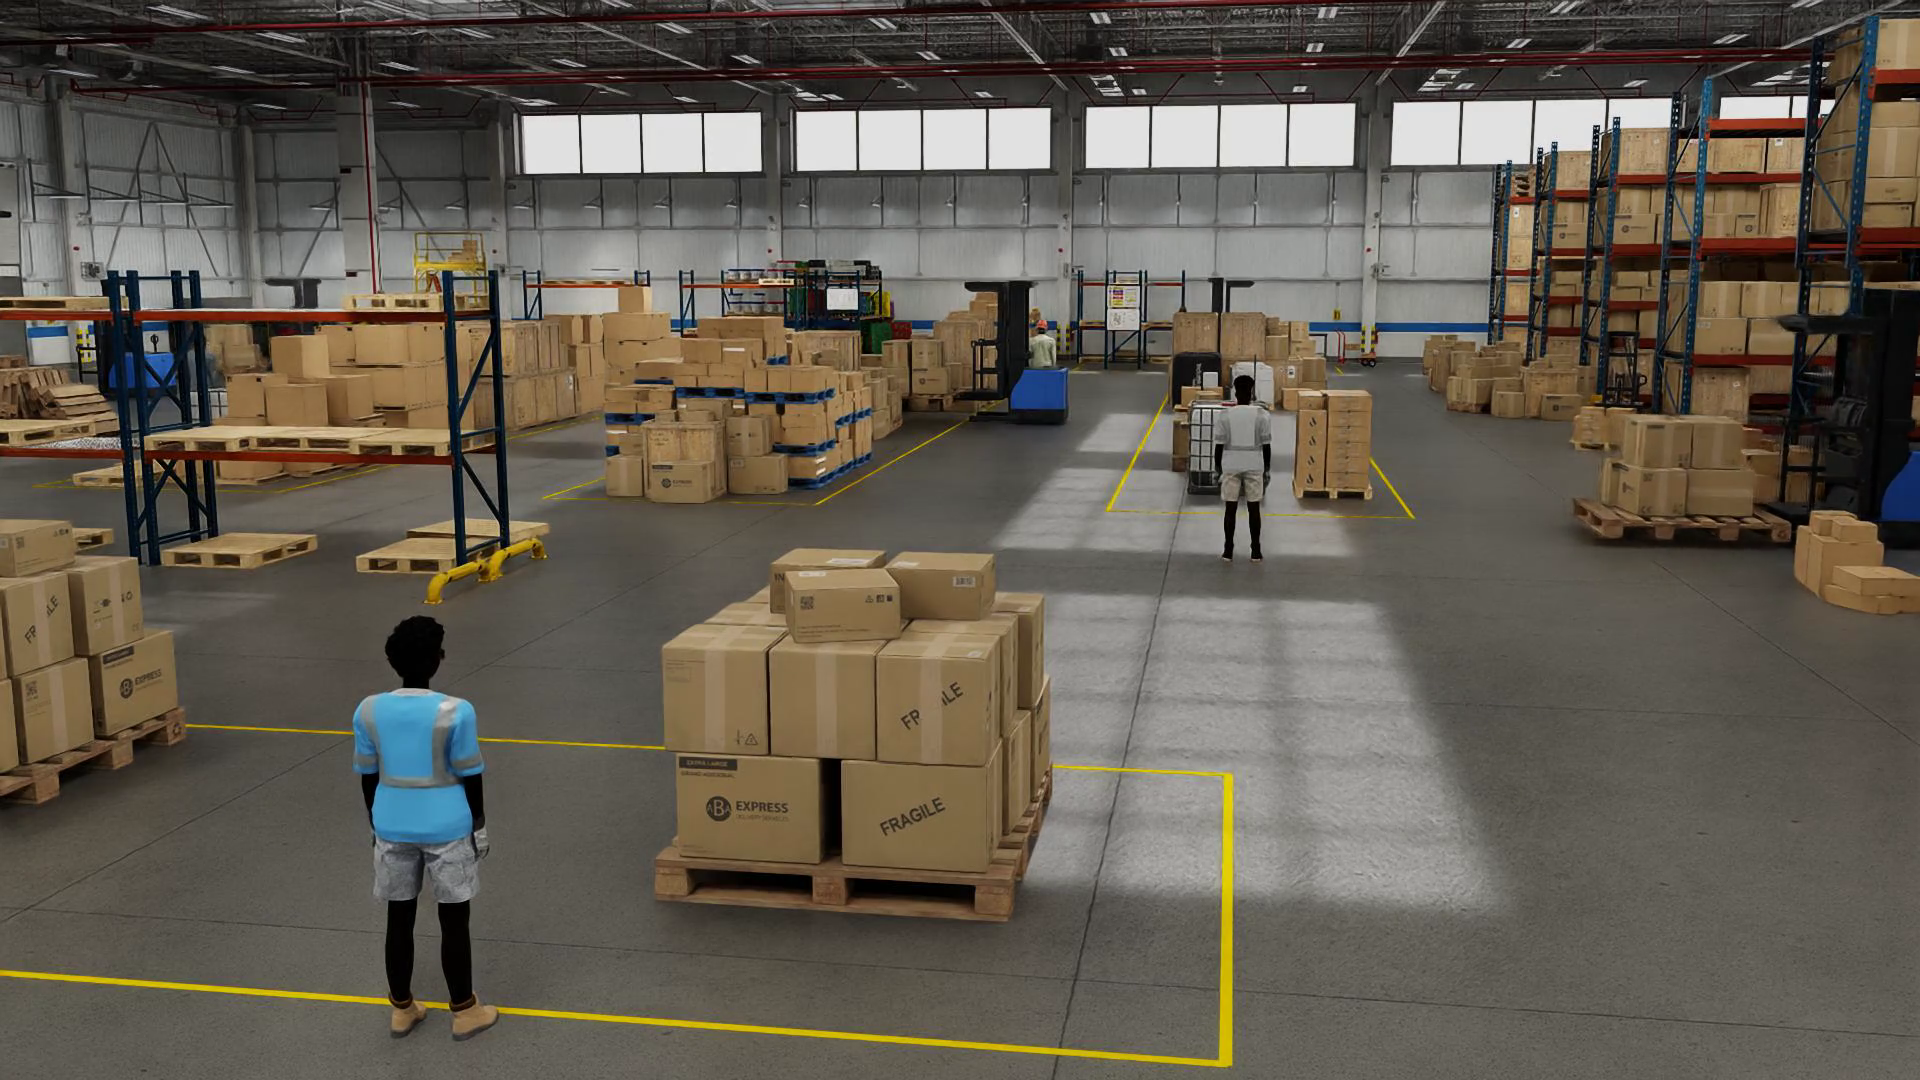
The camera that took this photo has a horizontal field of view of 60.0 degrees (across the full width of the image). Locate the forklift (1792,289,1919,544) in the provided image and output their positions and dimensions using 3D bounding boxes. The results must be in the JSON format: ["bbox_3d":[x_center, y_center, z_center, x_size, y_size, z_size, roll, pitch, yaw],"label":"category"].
[{"bbox_3d":[10.231,-1.376,18.400,1.873,2.768,1.129,1,9,9],"label":"forklift"}]

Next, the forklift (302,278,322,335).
[{"bbox_3d":[-16.818,-5.409,43.273,1.873,2.768,1.129,-3,10,-17],"label":"forklift"}]

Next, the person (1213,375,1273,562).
[{"bbox_3d":[2.936,-0.738,17.299,0.603,1.959,0.379,2,9,10],"label":"person"}]

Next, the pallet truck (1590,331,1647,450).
[{"bbox_3d":[11.253,-2.573,28.499,0.823,1.965,1.885,5,10,27],"label":"pallet truck"}]

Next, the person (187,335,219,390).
[{"bbox_3d":[-13.222,-2.633,29.050,0.627,1.940,0.371,2,9,10],"label":"person"}]

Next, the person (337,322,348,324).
[{"bbox_3d":[-18.728,-6.172,50.898,0.627,1.934,0.371,2,9,10],"label":"person"}]

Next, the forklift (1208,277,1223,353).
[{"bbox_3d":[7.459,-6.244,48.421,1.873,2.768,1.129,1,9,9],"label":"forklift"}]

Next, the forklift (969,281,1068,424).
[{"bbox_3d":[1.194,-3.753,33.059,1.873,2.768,1.129,1,9,9],"label":"forklift"}]

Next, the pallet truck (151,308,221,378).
[{"bbox_3d":[-21.869,-5.598,47.154,0.823,1.965,1.885,4,10,26],"label":"pallet truck"}]

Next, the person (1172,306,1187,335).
[{"bbox_3d":[6.822,-6.195,51.017,0.627,1.940,0.371,2,9,10],"label":"person"}]

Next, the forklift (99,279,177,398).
[{"bbox_3d":[-19.606,-4.720,39.027,1.873,2.768,1.129,1,9,9],"label":"forklift"}]

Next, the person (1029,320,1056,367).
[{"bbox_3d":[1.725,-3.626,34.995,0.611,1.996,0.379,2,9,10],"label":"person"}]

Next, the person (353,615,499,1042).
[{"bbox_3d":[-2.101,1.136,6.544,0.532,1.697,0.320,2,9,10],"label":"person"}]

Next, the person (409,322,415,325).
[{"bbox_3d":[-17.375,-6.567,53.313,0.543,1.939,0.361,2,9,10],"label":"person"}]
